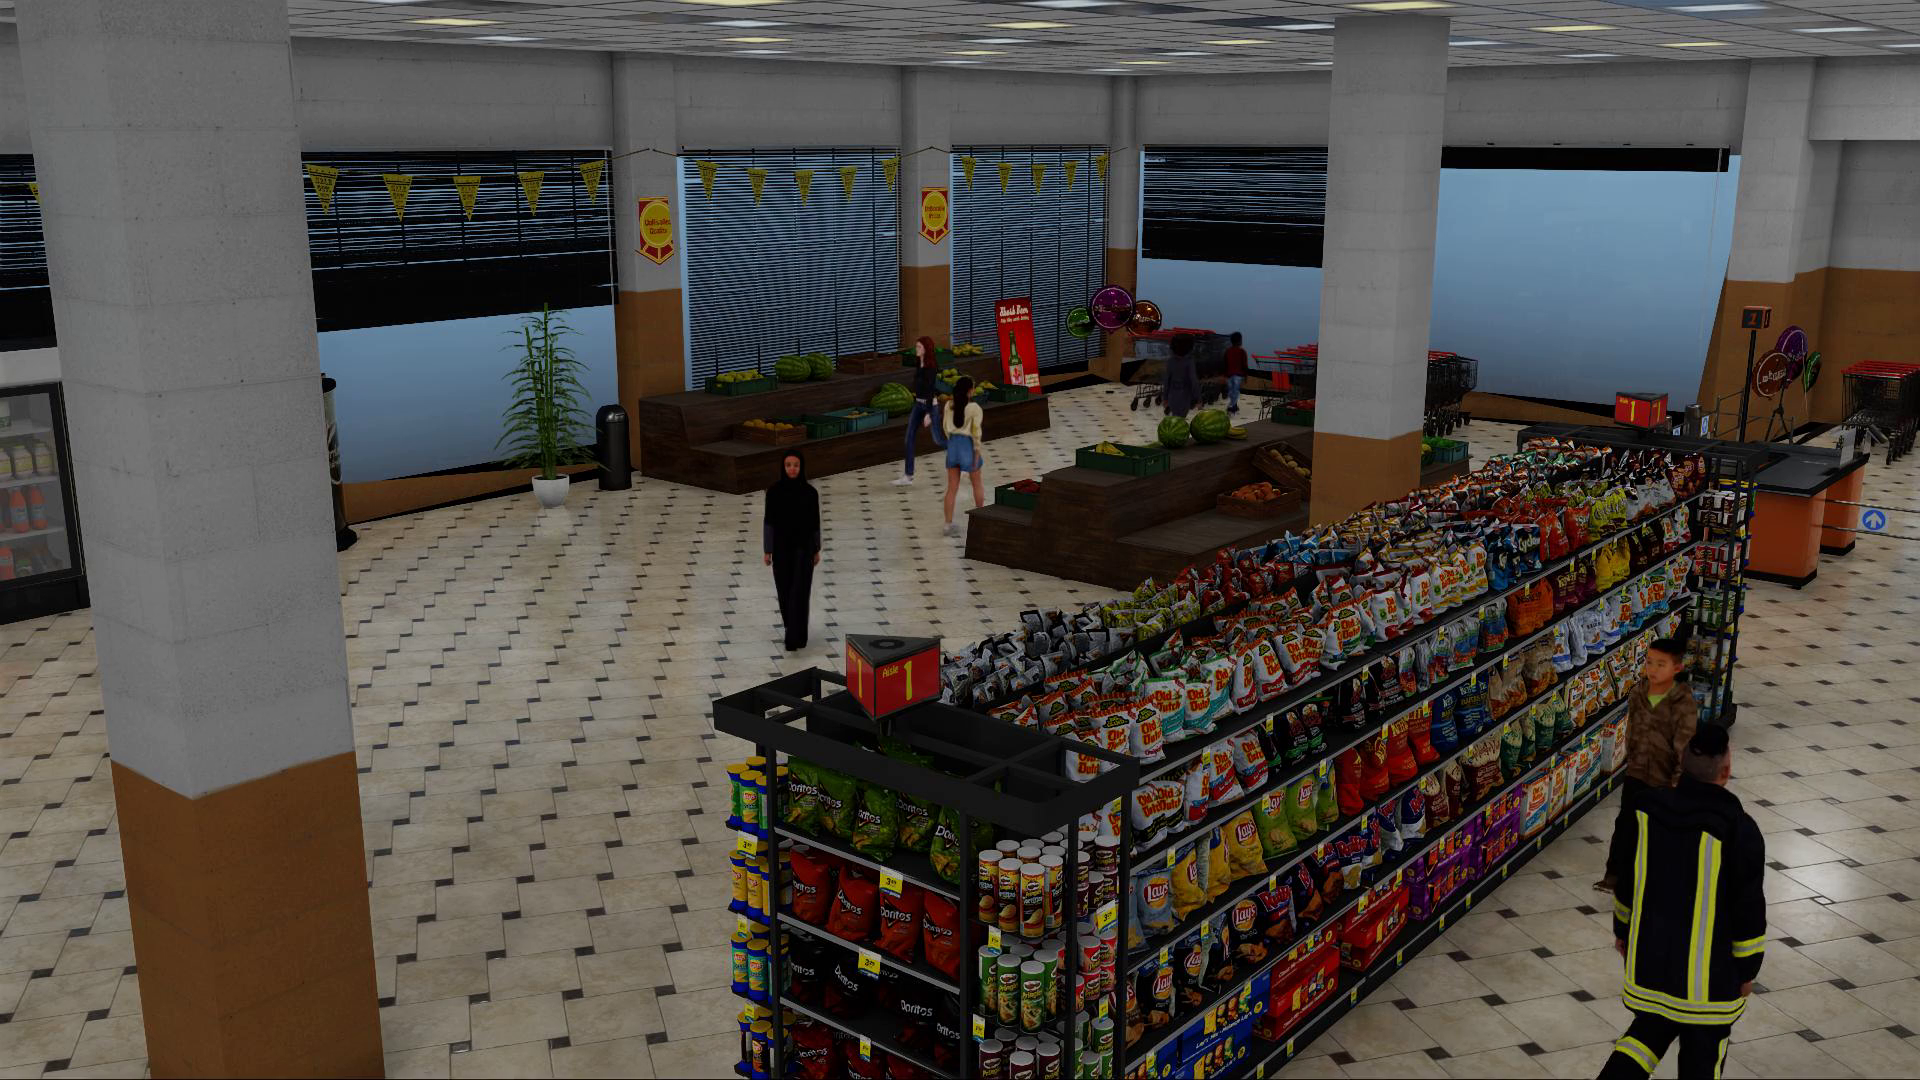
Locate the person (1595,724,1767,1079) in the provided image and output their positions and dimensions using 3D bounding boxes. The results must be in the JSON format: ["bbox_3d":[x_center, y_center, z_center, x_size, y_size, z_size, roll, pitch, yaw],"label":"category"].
[{"bbox_3d":[2.831,1.611,6.563,0.986,1.846,0.863,-10,17,-36],"label":"person"}]

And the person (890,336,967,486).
[{"bbox_3d":[-0.306,-1.483,19.533,1.296,1.746,0.945,-7,15,-28],"label":"person"}]

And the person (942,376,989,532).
[{"bbox_3d":[-0.018,-0.862,17.321,0.853,1.581,1.178,6,15,23],"label":"person"}]

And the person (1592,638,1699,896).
[{"bbox_3d":[3.821,1.234,9.014,0.961,1.423,0.646,-13,19,-42],"label":"person"}]

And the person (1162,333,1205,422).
[{"bbox_3d":[2.641,-1.657,20.414,1.128,1.669,0.739,-11,18,-38],"label":"person"}]

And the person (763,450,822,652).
[{"bbox_3d":[-1.353,0.050,13.503,1.029,1.609,1.169,0,14,1],"label":"person"}]

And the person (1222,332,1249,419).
[{"bbox_3d":[4.026,-2.422,24.462,0.574,1.247,0.888,9,16,32],"label":"person"}]
